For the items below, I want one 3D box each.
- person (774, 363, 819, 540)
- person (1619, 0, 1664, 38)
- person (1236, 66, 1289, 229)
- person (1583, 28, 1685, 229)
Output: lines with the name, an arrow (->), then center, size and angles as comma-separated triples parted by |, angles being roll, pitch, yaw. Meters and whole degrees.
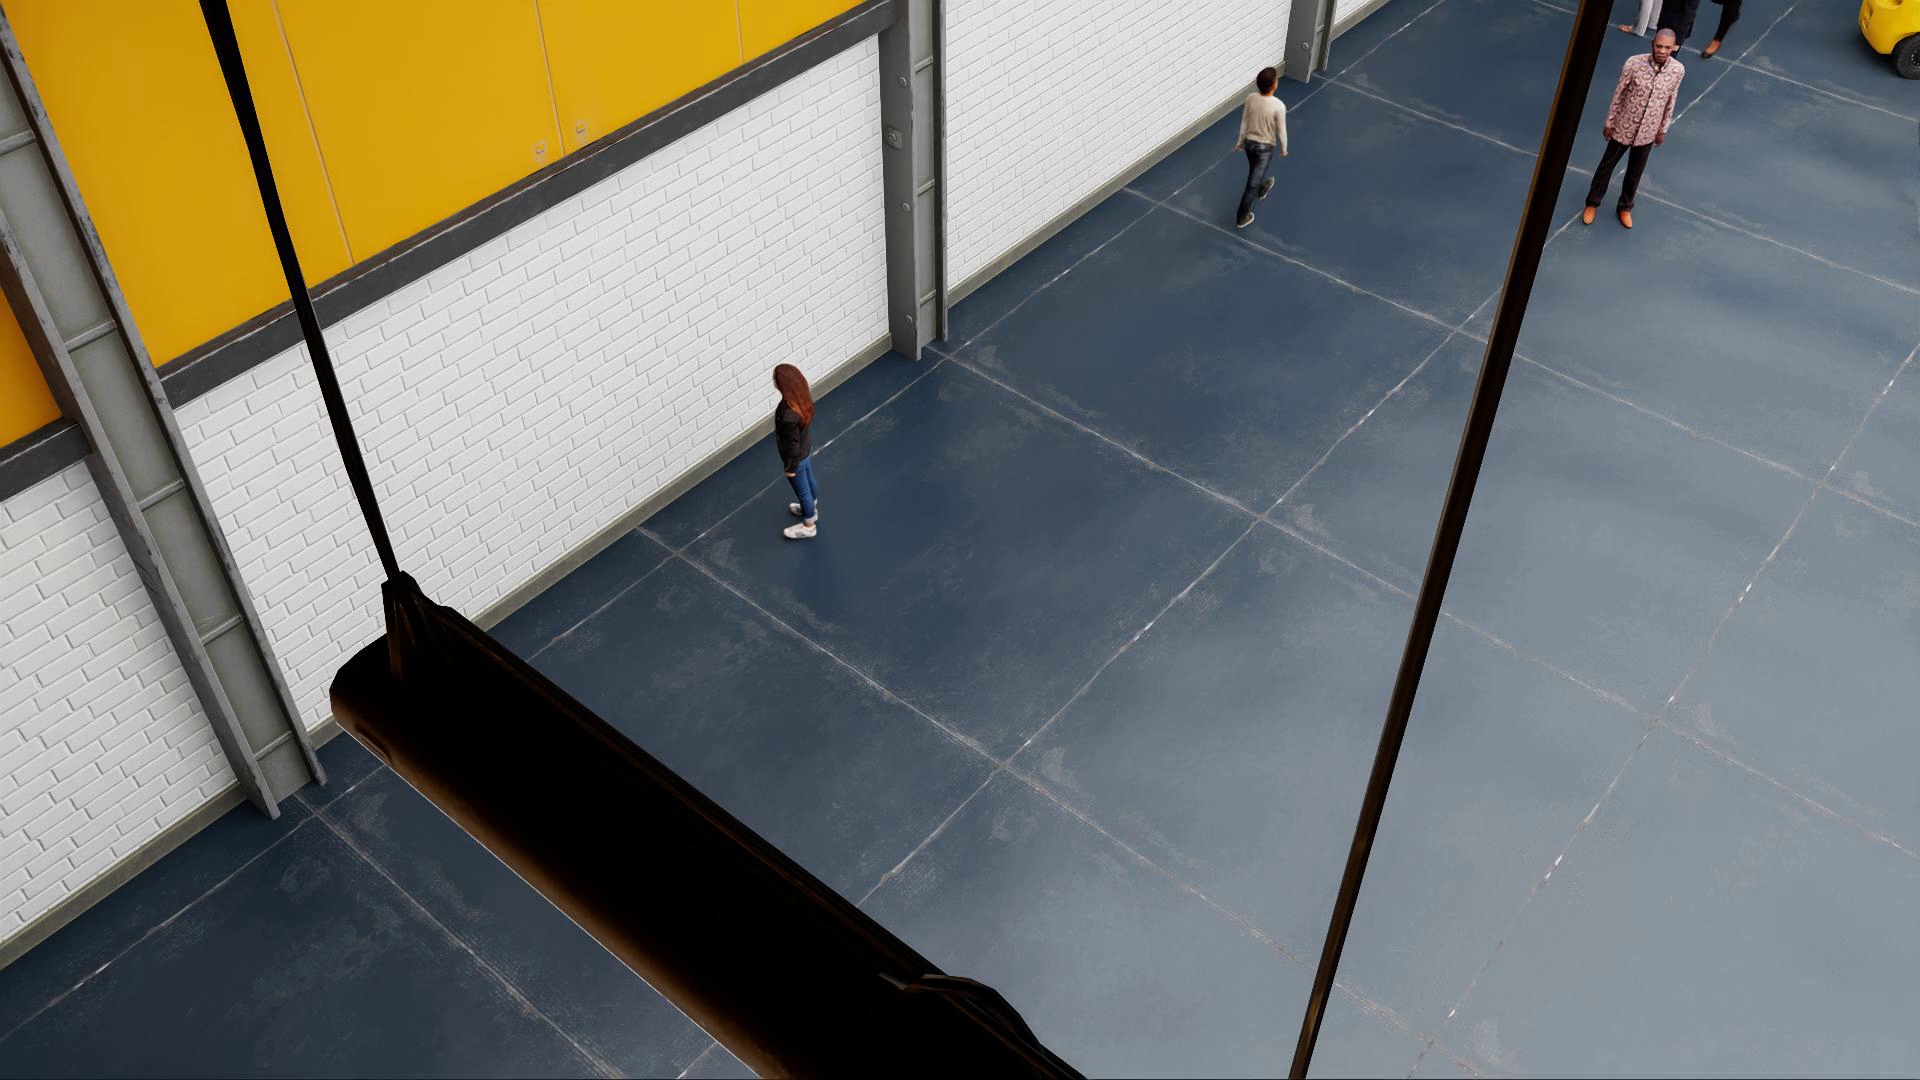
person -> -1.131, -0.636, 11.568 | 0.695, 1.483, 0.599 | 3, 44, 4
person -> 7.225, -6.048, 17.066 | 0.559, 1.736, 0.734 | -27, 50, -26
person -> 2.572, -3.385, 14.489 | 0.573, 1.434, 0.935 | 30, 51, 28
person -> 5.867, -3.592, 14.435 | 0.771, 1.808, 0.771 | 7, 44, 7
